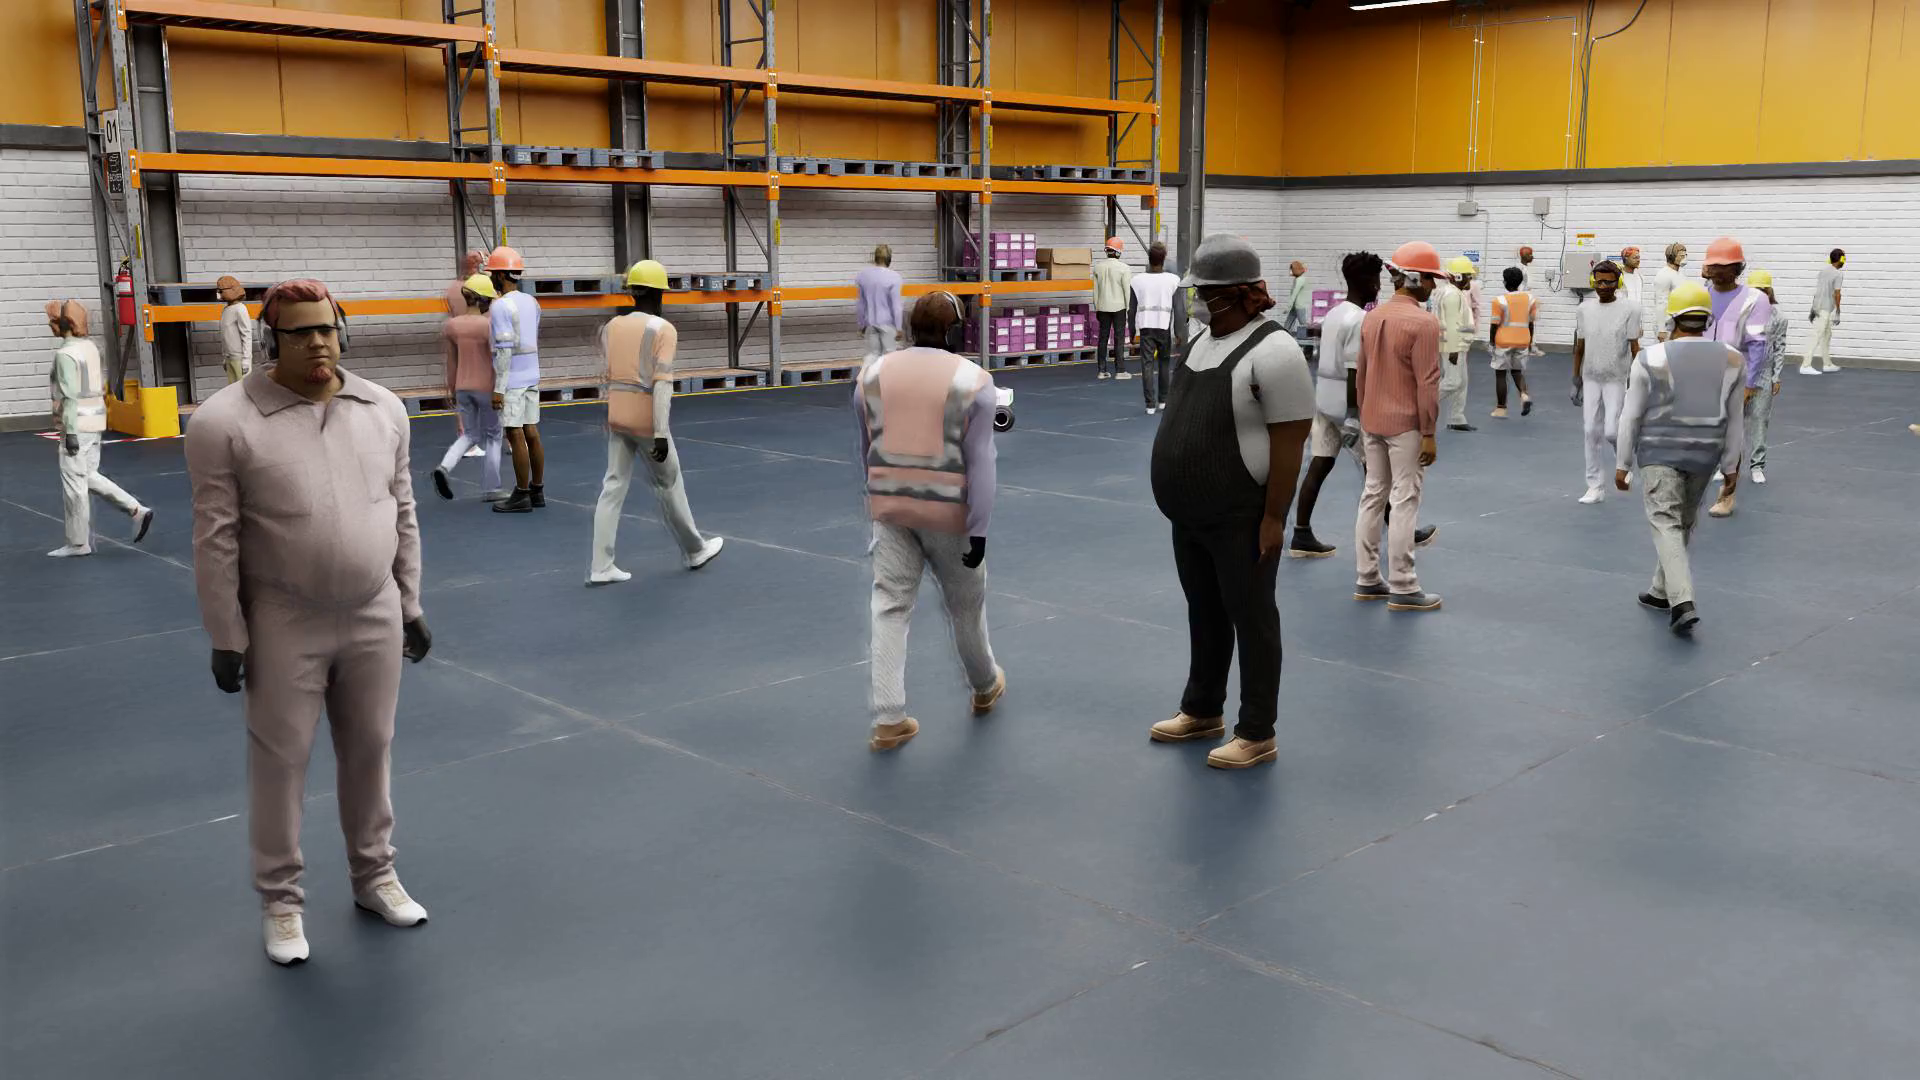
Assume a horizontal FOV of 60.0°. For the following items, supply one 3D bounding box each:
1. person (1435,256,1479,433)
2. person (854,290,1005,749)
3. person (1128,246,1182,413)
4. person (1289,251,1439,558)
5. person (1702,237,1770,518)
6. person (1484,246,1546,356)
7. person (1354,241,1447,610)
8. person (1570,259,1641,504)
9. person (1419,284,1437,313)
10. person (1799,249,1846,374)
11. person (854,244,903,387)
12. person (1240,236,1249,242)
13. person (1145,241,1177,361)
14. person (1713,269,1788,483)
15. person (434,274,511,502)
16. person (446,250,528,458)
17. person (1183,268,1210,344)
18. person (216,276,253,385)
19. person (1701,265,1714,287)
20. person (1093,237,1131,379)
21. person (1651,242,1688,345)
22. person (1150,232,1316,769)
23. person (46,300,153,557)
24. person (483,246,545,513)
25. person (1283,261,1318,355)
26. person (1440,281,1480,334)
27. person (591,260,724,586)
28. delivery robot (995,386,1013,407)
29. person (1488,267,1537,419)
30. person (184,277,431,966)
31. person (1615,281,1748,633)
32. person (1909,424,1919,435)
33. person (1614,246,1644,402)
[{"bbox_3d":[4.978,-1.989,17.004,0.647,1.814,0.594,4,11,20],"label":"person"},{"bbox_3d":[-0.107,-0.107,6.789,0.637,1.793,0.923,4,11,19],"label":"person"},{"bbox_3d":[2.256,-2.430,19.206,0.620,1.882,0.883,2,11,9],"label":"person"},{"bbox_3d":[2.528,-0.833,10.406,0.973,1.915,0.634,-2,11,-10],"label":"person"},{"bbox_3d":[5.328,-1.122,11.752,0.614,2.001,0.907,10,14,43],"label":"person"},{"bbox_3d":[9.397,-4.035,28.116,0.965,1.847,0.571,6,12,31],"label":"person"},{"bbox_3d":[2.402,-0.618,9.059,0.400,1.987,0.612,-4,11,-22],"label":"person"},{"bbox_3d":[4.927,-1.202,12.615,0.565,1.846,0.564,9,14,42],"label":"person"},{"bbox_3d":[7.834,-3.903,27.922,0.307,1.641,0.512,2,11,10],"label":"person"},{"bbox_3d":[12.724,-3.343,24.374,0.882,1.814,0.650,-1,10,-6],"label":"person"},{"bbox_3d":[-0.973,-2.574,19.906,0.640,1.918,0.619,7,12,33],"label":"person"},{"bbox_3d":[4.600,-4.032,27.635,0.610,2.020,0.424,1,10,5],"label":"person"},{"bbox_3d":[3.183,-3.819,26.689,0.493,1.920,0.660,-8,13,-37],"label":"person"},{"bbox_3d":[6.487,-1.338,13.651,0.487,1.745,0.290,5,12,26],"label":"person"},{"bbox_3d":[-3.666,-1.118,12.489,0.528,1.737,0.591,5,11,24],"label":"person"},{"bbox_3d":[-4.314,-1.704,15.286,0.653,1.880,0.799,6,12,31],"label":"person"},{"bbox_3d":[3.393,-3.132,23.167,0.429,1.843,0.633,-8,13,-39],"label":"person"},{"bbox_3d":[-7.018,-1.737,16.127,0.271,1.631,0.507,-10,15,-44],"label":"person"},{"bbox_3d":[11.483,-3.434,25.408,0.487,1.620,0.511,4,11,21],"label":"person"},{"bbox_3d":[2.160,-3.262,23.458,0.611,1.995,0.375,7,12,33],"label":"person"},{"bbox_3d":[8.136,-2.432,19.085,0.364,1.939,0.636,8,13,37],"label":"person"},{"bbox_3d":[0.990,-0.152,6.371,0.535,2.000,0.684,-5,11,-25],"label":"person"},{"bbox_3d":[-5.489,-0.698,10.467,0.531,1.625,0.526,-2,10,-8],"label":"person"},{"bbox_3d":[-3.272,-1.164,12.166,0.369,1.939,0.542,3,11,14],"label":"person"},{"bbox_3d":[5.650,-3.899,28.031,0.861,1.581,0.488,0,10,2],"label":"person"},{"bbox_3d":[6.770,-2.964,22.572,0.538,1.728,0.887,7,12,33],"label":"person"},{"bbox_3d":[-1.836,-0.696,9.798,0.633,1.868,0.979,7,12,32],"label":"person"},{"bbox_3d":[0.200,-1.468,17.347,0.707,0.478,0.477,0,10,2],"label":"delivery robot"},{"bbox_3d":[6.060,-2.151,18.235,0.544,1.682,0.432,-2,11,-10],"label":"person"},{"bbox_3d":[-1.802,0.220,4.710,0.404,1.906,0.651,10,14,43],"label":"person"},{"bbox_3d":[3.726,-0.435,8.592,0.602,1.799,0.902,0,10,0],"label":"person"},{"bbox_3d":[9.869,-1.887,16.468,0.879,1.805,0.663,2,11,13],"label":"person"},{"bbox_3d":[8.114,-2.625,20.288,0.573,1.885,0.355,-6,12,-29],"label":"person"}]
